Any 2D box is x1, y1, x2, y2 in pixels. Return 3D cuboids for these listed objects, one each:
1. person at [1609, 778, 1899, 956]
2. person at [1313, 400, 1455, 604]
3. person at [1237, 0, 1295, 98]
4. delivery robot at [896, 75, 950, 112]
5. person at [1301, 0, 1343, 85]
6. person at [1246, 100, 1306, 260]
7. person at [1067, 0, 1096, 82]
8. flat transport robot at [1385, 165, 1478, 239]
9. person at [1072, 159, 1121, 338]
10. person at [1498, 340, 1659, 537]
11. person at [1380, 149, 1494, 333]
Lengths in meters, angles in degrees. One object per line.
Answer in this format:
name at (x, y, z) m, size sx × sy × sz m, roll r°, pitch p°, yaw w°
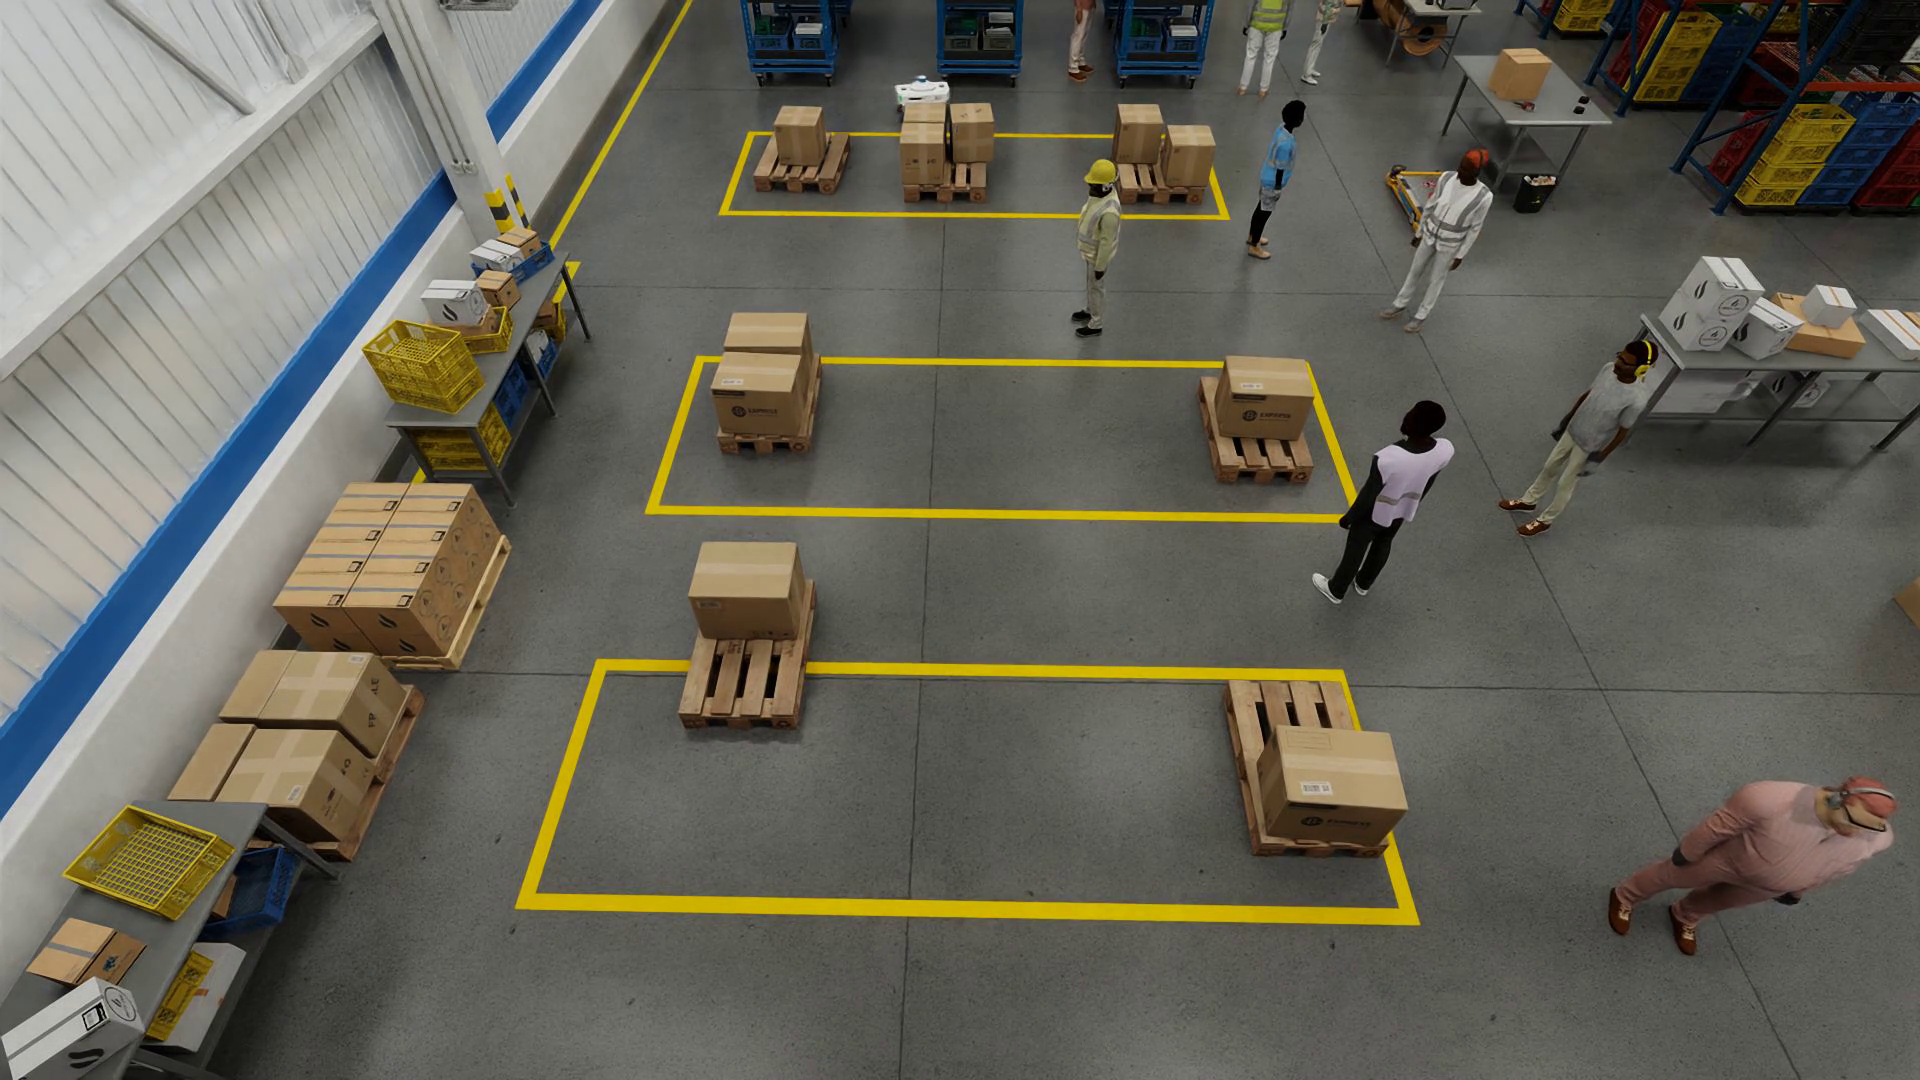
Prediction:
person at (4.240, 1.761, 4.926) m, size 0.647 × 1.900 × 0.395 m, roll 16°, pitch 51°, yaw 14°
person at (3.073, -0.233, 6.633) m, size 0.596 × 1.921 × 0.386 m, roll -13°, pitch 50°, yaw -11°
person at (4.216, -7.083, 12.619) m, size 0.624 × 1.837 × 0.430 m, roll 12°, pitch 50°, yaw 10°
delivery robot at (-0.507, -6.093, 12.543) m, size 0.707 × 0.478 × 0.477 m, roll -8°, pitch 50°, yaw -7°
person at (5.209, -7.396, 13.019) m, size 0.310 × 1.636 × 0.523 m, roll 19°, pitch 52°, yaw 15°
person at (3.426, -3.912, 9.965) m, size 0.318 × 1.697 × 0.535 m, roll 7°, pitch 49°, yaw 6°
person at (1.790, -7.596, 12.958) m, size 0.385 × 1.993 × 0.623 m, roll 20°, pitch 52°, yaw 16°
flat transport robot at (5.692, -4.094, 11.059) m, size 0.652 × 0.197 × 1.431 m, roll 1°, pitch 49°, yaw 1°
person at (1.328, -2.838, 8.956) m, size 0.403 × 1.826 × 0.598 m, roll -1°, pitch 49°, yaw -1°
person at (4.828, -0.771, 7.139) m, size 0.318 × 1.860 × 0.531 m, roll -5°, pitch 49°, yaw -4°
person at (4.714, -2.919, 8.984) m, size 0.358 × 1.881 × 0.574 m, roll -27°, pitch 54°, yaw -21°
